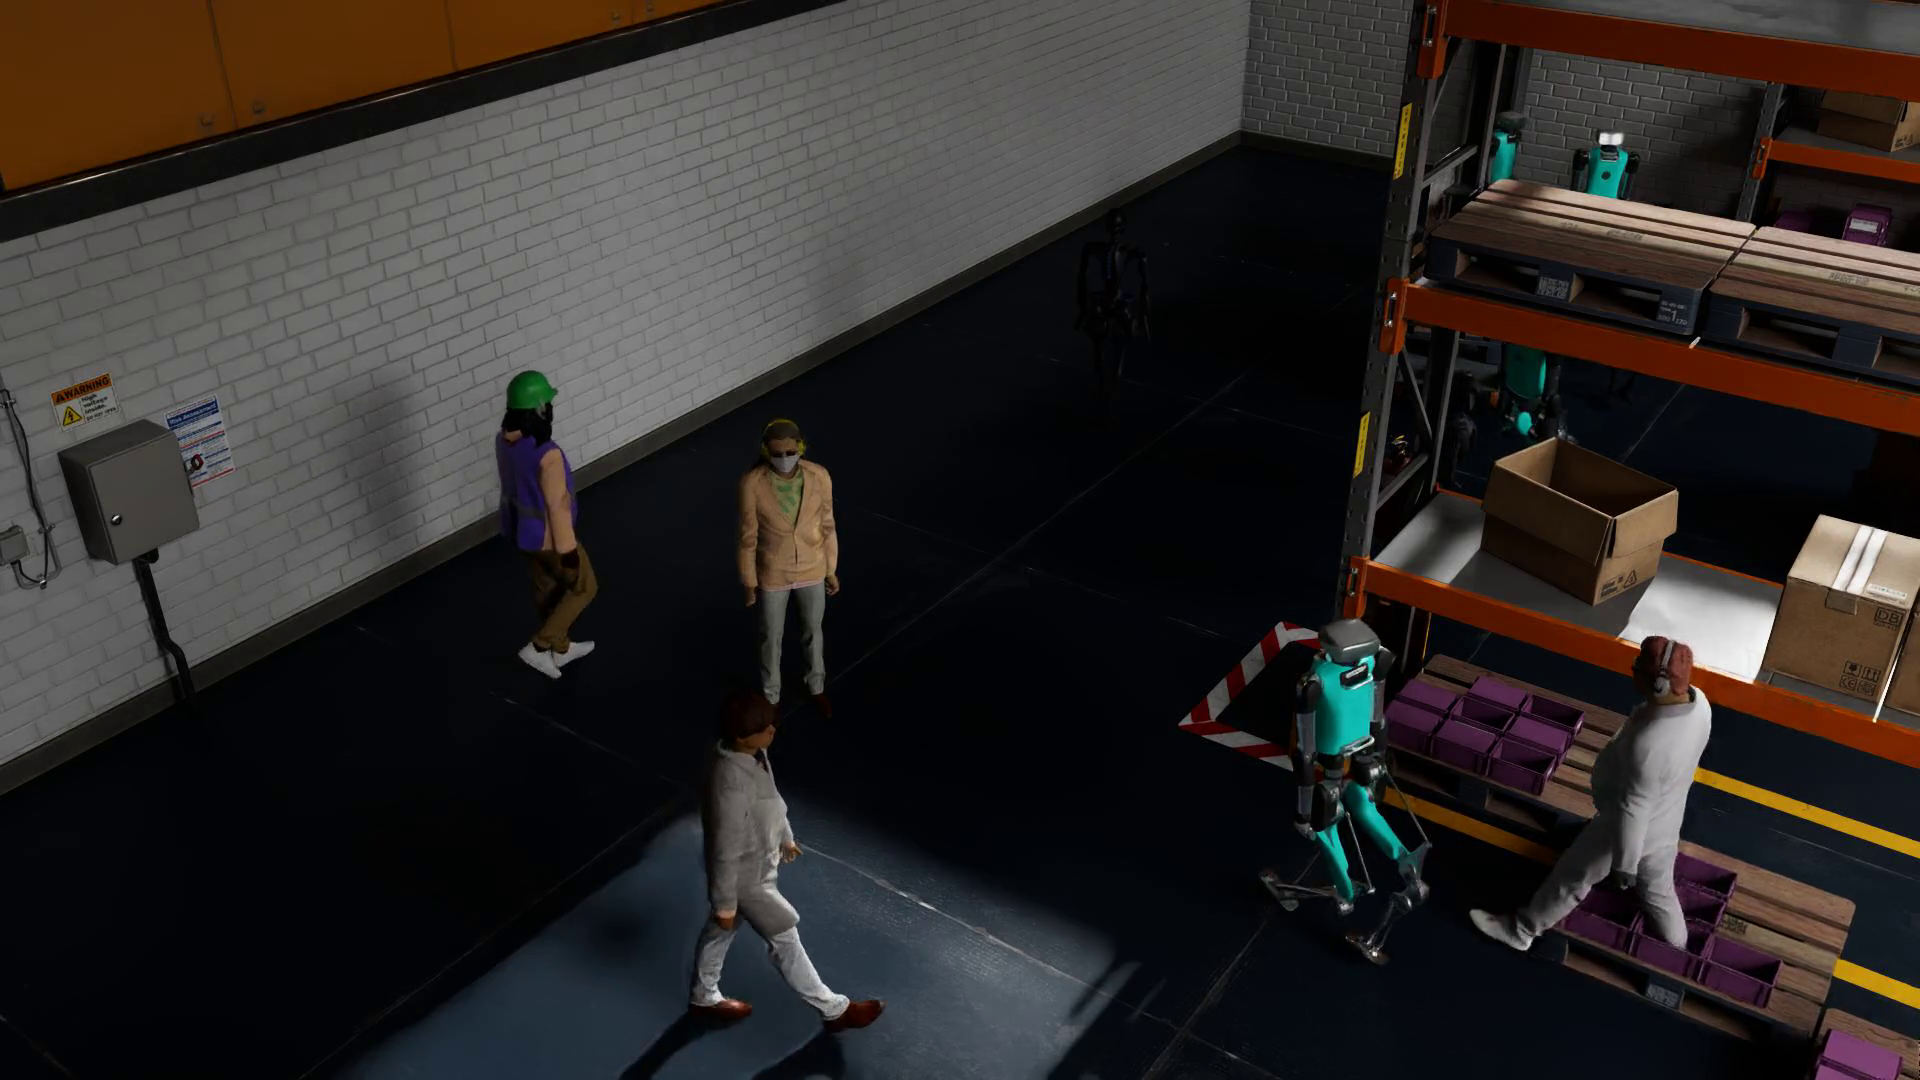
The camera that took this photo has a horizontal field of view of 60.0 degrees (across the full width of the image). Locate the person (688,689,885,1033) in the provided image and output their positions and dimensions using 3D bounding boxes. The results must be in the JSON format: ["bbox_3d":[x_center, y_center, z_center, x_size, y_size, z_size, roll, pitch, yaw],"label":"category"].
[{"bbox_3d":[-0.806,1.392,7.105,0.931,1.784,0.541,0,30,0],"label":"person"}]

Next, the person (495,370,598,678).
[{"bbox_3d":[-2.381,-0.060,9.488,0.560,1.918,0.479,26,39,37],"label":"person"}]

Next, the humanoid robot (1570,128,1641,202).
[{"bbox_3d":[5.387,-2.732,14.229,0.530,1.713,0.717,6,30,9],"label":"humanoid robot"}]

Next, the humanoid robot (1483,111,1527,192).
[{"bbox_3d":[4.754,-2.794,14.429,0.858,1.787,0.560,24,38,35],"label":"humanoid robot"}]

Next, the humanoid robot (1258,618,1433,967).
[{"bbox_3d":[1.795,1.208,7.472,0.546,1.733,0.993,-18,34,-28],"label":"humanoid robot"}]

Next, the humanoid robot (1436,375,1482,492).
[{"bbox_3d":[2.920,-0.300,10.212,0.796,1.621,0.628,5,30,9],"label":"humanoid robot"}]

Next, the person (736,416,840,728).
[{"bbox_3d":[-0.945,0.161,9.155,0.565,1.875,0.392,-10,31,-16],"label":"person"}]

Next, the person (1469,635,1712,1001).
[{"bbox_3d":[2.944,1.212,7.363,0.659,1.846,1.014,-26,39,-38],"label":"person"}]

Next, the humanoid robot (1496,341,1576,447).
[{"bbox_3d":[3.963,-0.810,11.028,0.997,1.771,0.533,-13,32,-21],"label":"humanoid robot"}]

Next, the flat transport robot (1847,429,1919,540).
[{"bbox_3d":[6.566,0.082,10.898,1.431,0.231,0.659,-2,30,-4],"label":"flat transport robot"}]

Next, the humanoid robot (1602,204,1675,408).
[{"bbox_3d":[5.263,-1.791,12.749,0.596,1.646,0.453,4,30,7],"label":"humanoid robot"}]

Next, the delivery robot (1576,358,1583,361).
[{"bbox_3d":[5.437,-1.807,13.880,0.525,0.587,0.742,8,31,13],"label":"delivery robot"}]

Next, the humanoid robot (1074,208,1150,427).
[{"bbox_3d":[1.174,-1.743,12.687,0.609,1.624,0.759,9,31,16],"label":"humanoid robot"}]
